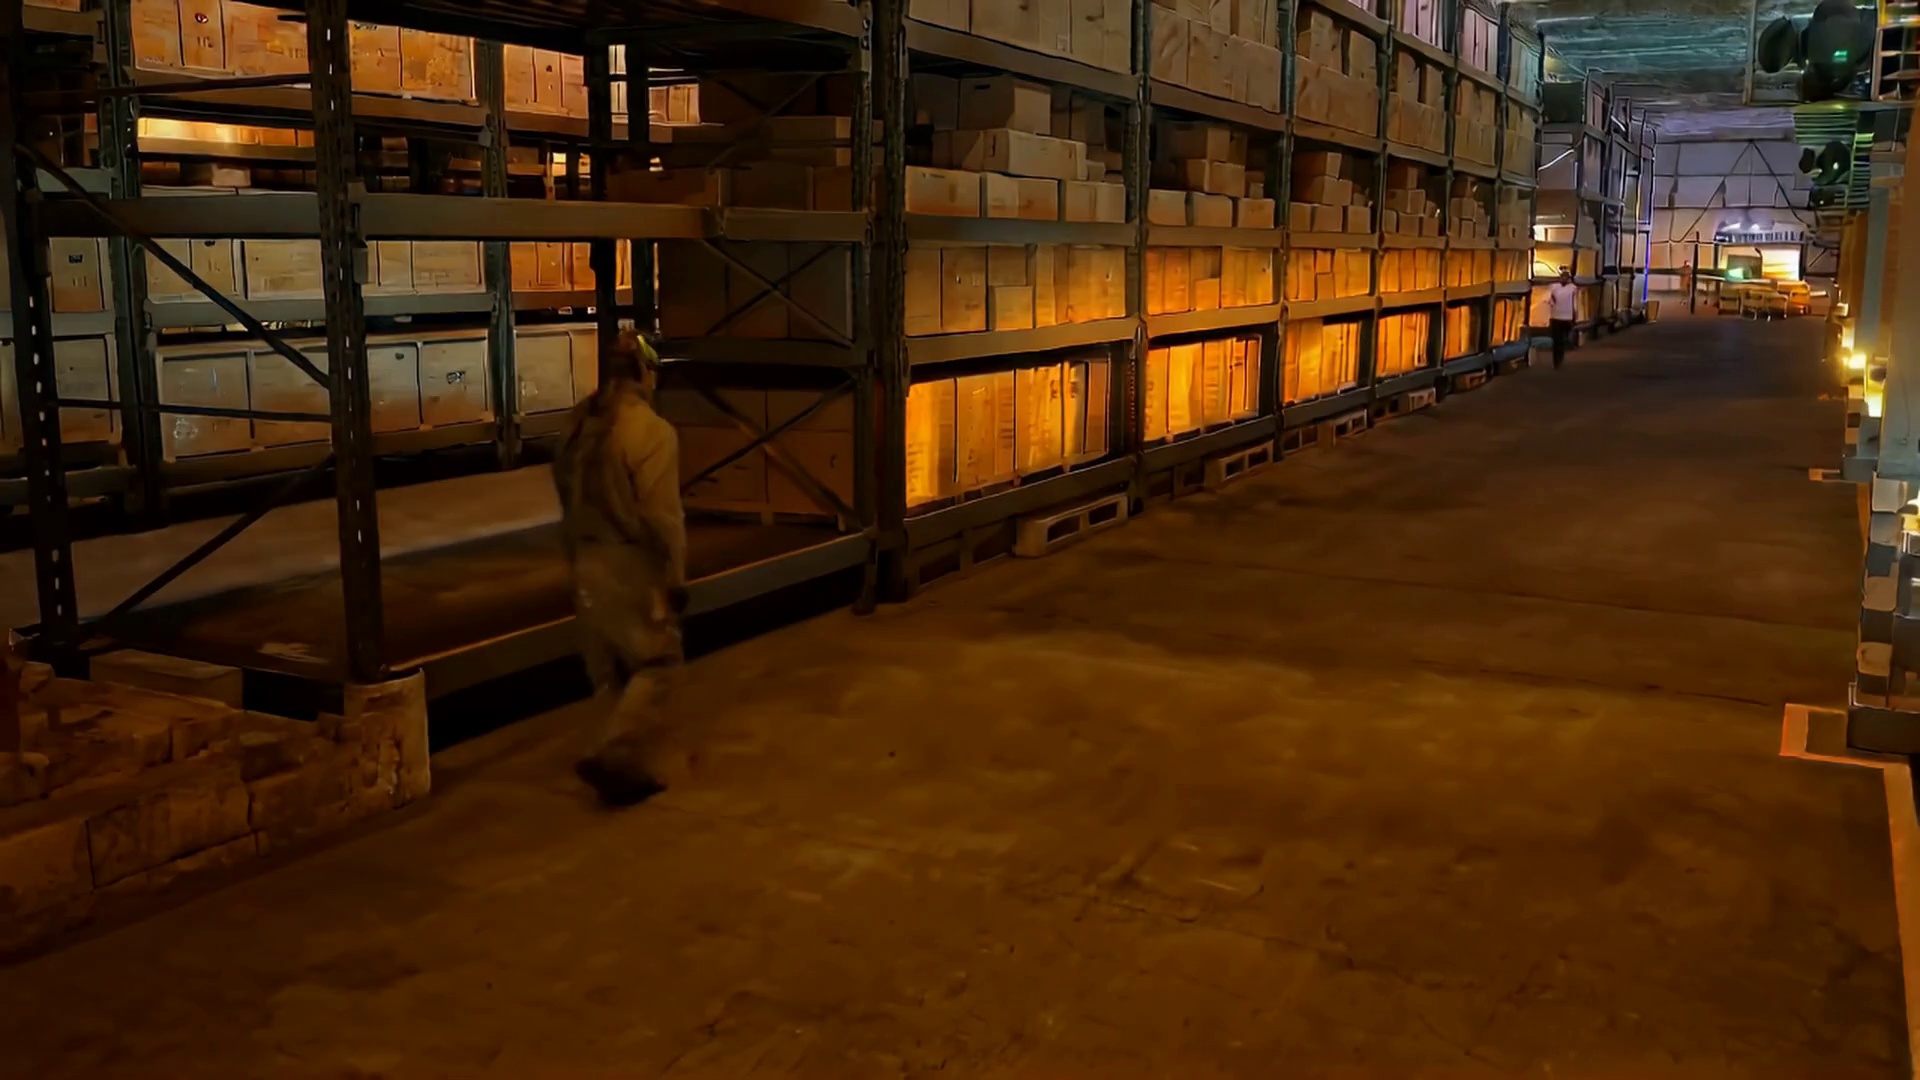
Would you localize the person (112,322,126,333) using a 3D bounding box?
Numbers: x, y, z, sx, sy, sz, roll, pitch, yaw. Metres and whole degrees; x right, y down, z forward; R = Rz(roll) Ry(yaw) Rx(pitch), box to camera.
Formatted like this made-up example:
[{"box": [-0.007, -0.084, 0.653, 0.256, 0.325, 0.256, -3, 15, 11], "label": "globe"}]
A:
[{"box": [-9.029, -1.751, 17.906, 0.498, 1.694, 0.892, 5, 11, 27], "label": "person"}]

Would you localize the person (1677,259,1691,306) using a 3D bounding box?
[{"box": [29.484, -10.469, 67.711, 0.366, 1.931, 0.631, -3, 10, -18], "label": "person"}]

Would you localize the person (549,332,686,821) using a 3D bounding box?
[{"box": [-1.323, 0.150, 6.379, 0.648, 1.884, 0.556, 6, 11, 31], "label": "person"}]

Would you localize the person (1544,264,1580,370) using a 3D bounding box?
[{"box": [11.277, -4.184, 31.226, 0.625, 1.971, 0.694, 1, 10, 7], "label": "person"}]
